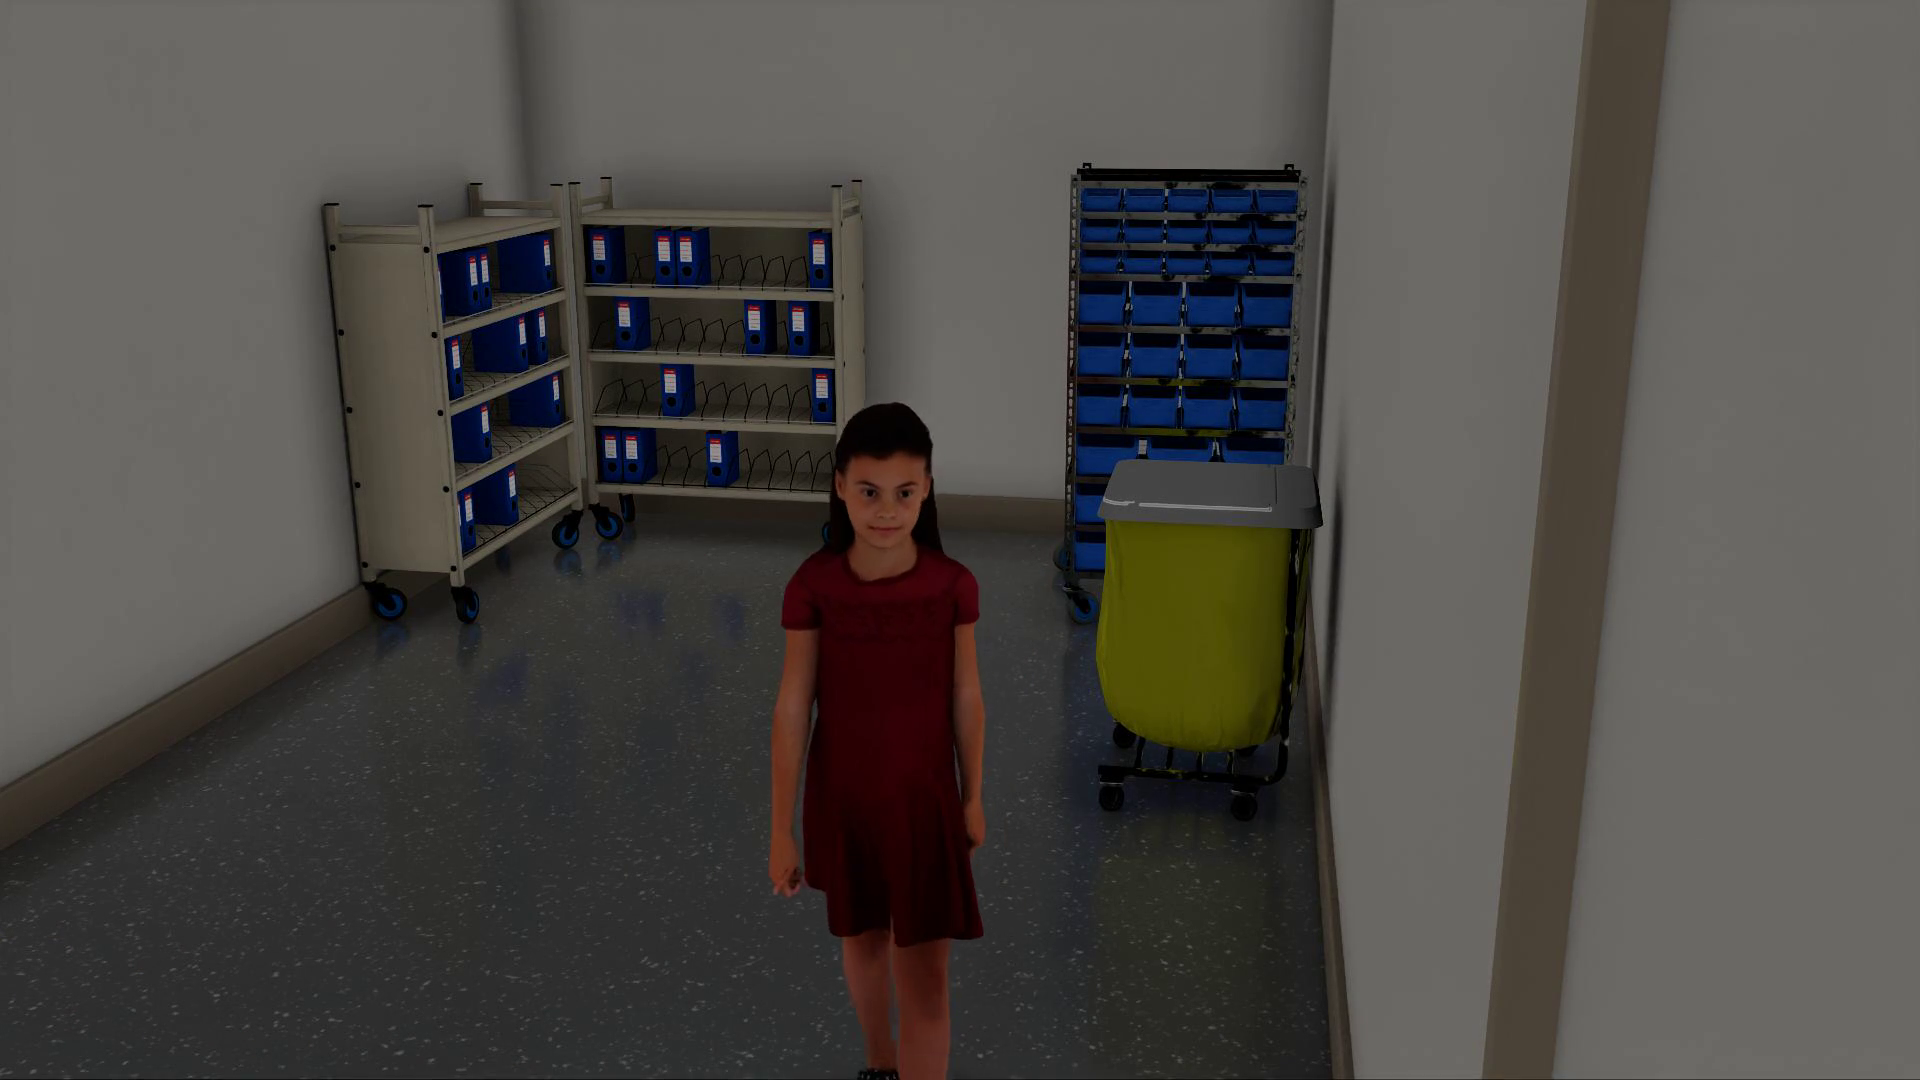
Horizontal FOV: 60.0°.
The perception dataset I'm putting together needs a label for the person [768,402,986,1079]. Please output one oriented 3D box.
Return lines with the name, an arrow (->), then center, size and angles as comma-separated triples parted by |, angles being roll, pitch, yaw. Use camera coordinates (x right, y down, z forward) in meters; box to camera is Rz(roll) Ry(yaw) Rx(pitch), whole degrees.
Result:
person -> -0.143, 0.481, 3.253 | 0.910, 1.523, 0.739 | 0, 16, -1
